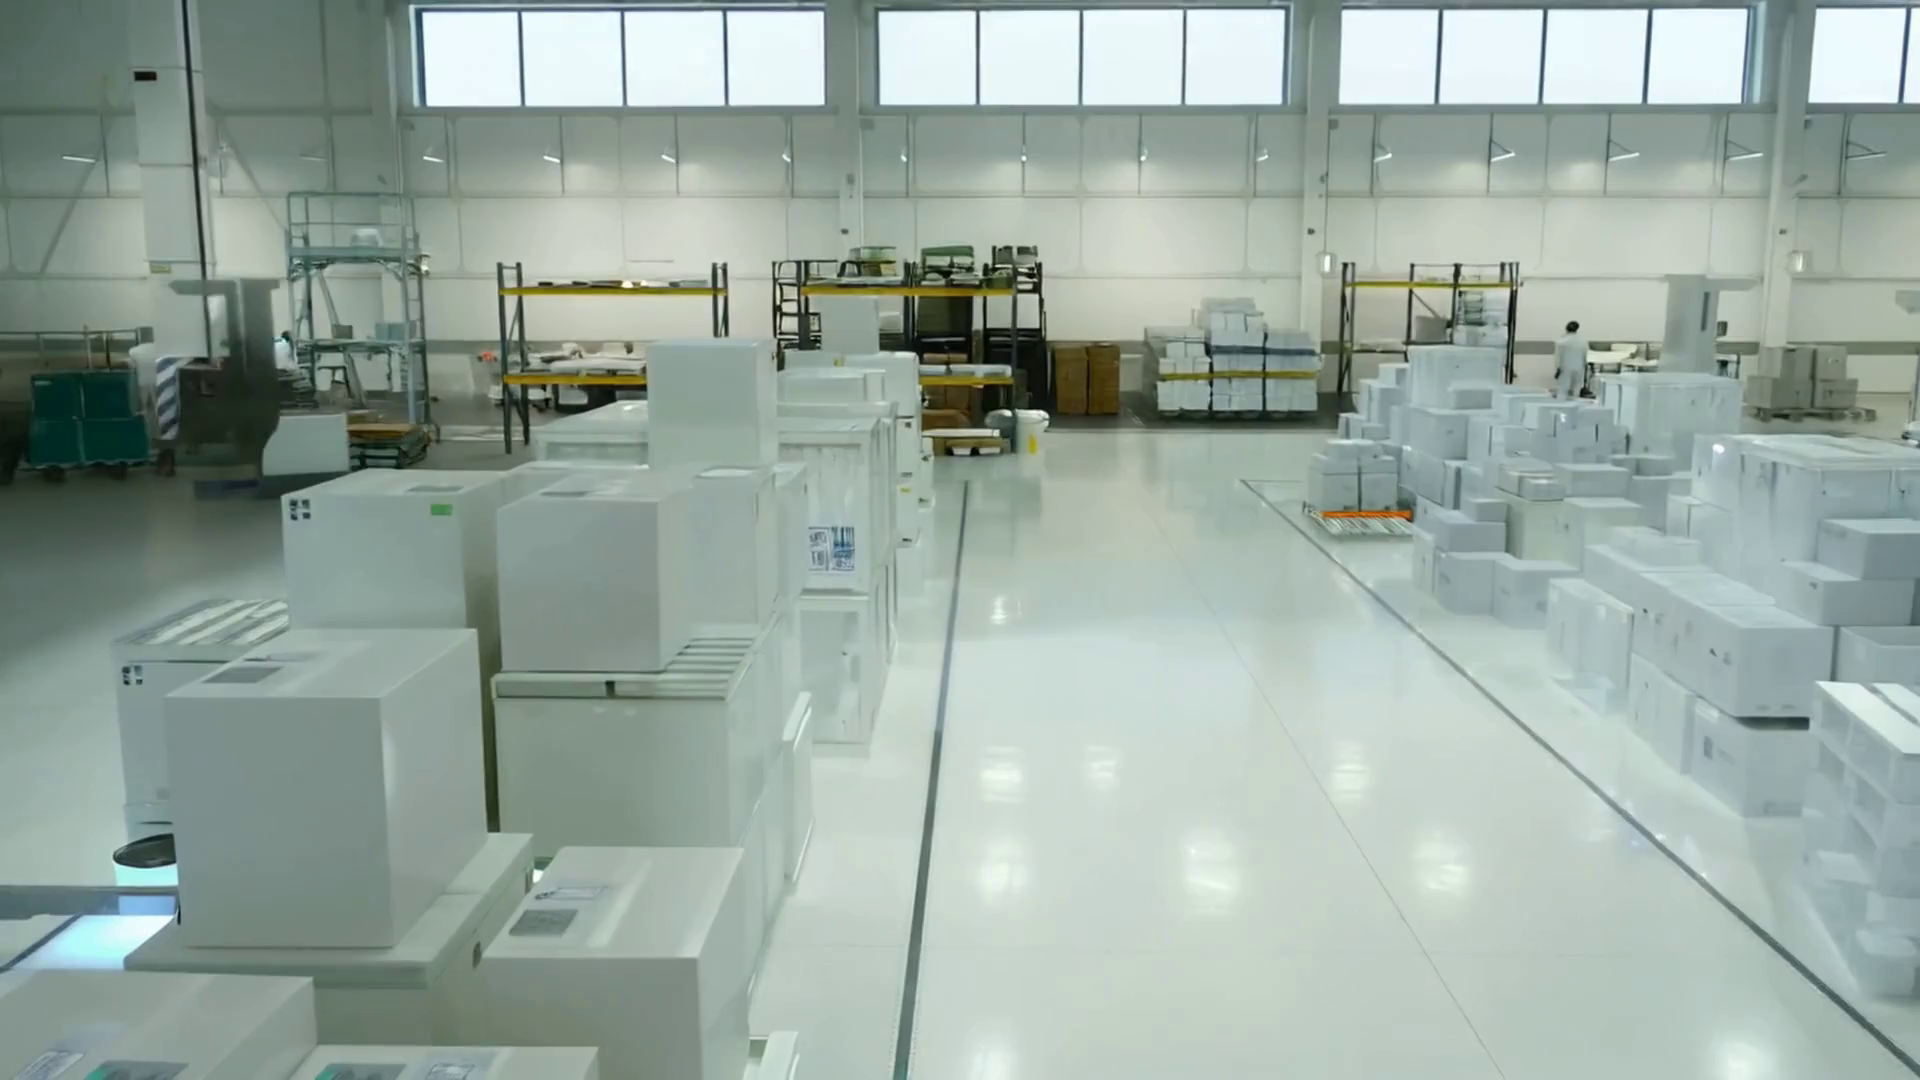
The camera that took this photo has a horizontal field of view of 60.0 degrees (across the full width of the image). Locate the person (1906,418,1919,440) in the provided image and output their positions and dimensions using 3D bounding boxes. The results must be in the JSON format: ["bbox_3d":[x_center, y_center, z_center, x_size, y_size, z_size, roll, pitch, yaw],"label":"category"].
[{"bbox_3d":[8.887,-0.483,15.177,0.614,1.994,0.380,0,9,1],"label":"person"}]

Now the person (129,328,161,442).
[{"bbox_3d":[-13.634,-2.606,28.062,0.631,1.939,0.370,0,9,1],"label":"person"}]

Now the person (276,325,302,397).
[{"bbox_3d":[-12.391,-3.017,30.666,0.570,1.889,0.554,-8,12,-40],"label":"person"}]

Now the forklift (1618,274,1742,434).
[{"bbox_3d":[12.663,-3.275,29.255,1.873,2.768,1.129,0,9,1],"label":"forklift"}]

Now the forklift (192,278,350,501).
[{"bbox_3d":[-9.016,-1.993,21.573,1.873,2.768,1.129,-5,11,-25],"label":"forklift"}]

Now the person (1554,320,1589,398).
[{"bbox_3d":[11.643,-3.220,31.738,0.631,1.939,0.370,0,9,1],"label":"person"}]
